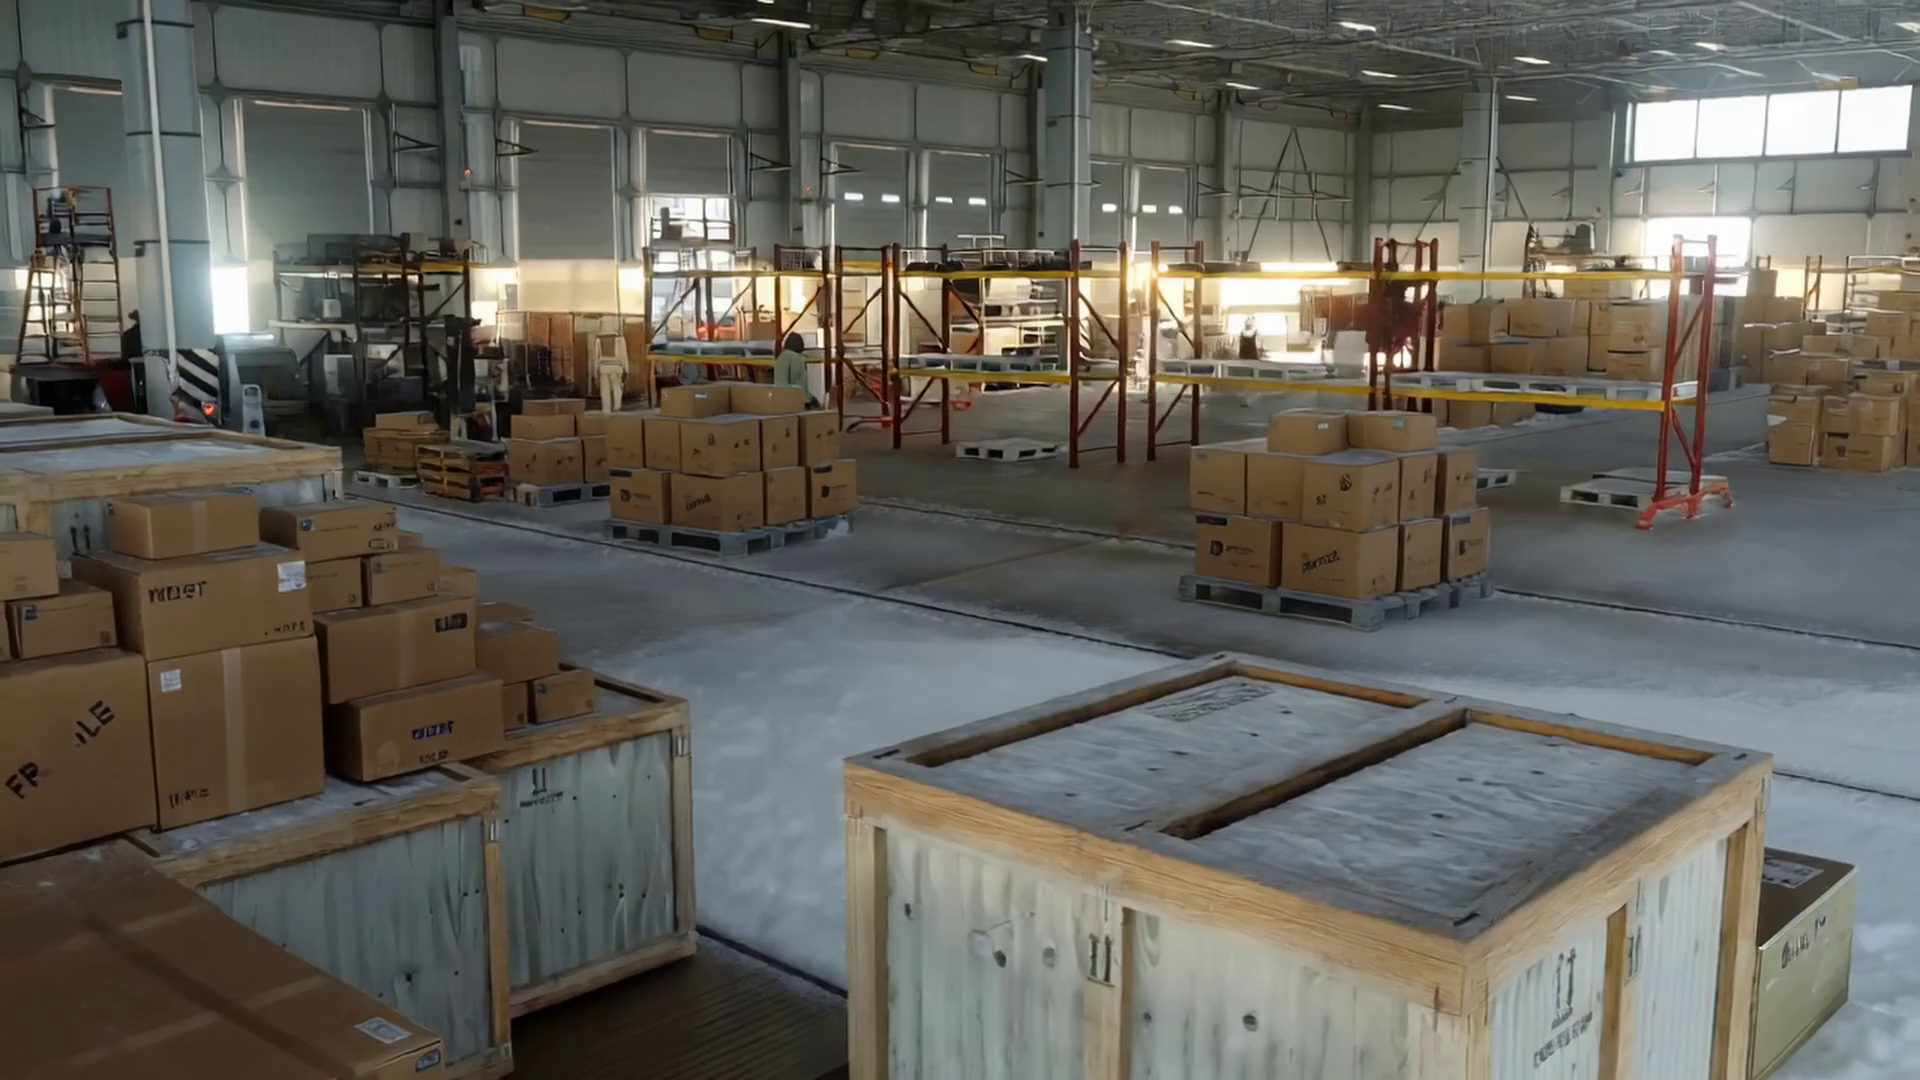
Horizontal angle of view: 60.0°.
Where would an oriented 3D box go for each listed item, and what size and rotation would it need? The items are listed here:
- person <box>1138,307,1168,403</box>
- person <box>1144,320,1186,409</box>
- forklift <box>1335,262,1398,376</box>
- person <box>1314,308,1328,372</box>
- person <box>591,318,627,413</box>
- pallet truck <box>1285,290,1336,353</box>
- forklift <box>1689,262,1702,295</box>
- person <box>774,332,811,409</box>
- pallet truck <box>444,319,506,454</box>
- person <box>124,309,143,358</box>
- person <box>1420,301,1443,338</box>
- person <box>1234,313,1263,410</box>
[{"bbox_3d":[3.860,-3.679,33.020,0.645,1.926,0.642,-4,10,-21],"label":"person"},{"bbox_3d":[3.939,-3.346,31.673,0.889,1.708,0.492,-3,10,-18],"label":"person"},{"bbox_3d":[10.196,-5.355,40.376,1.873,2.768,1.129,9,13,43],"label":"forklift"},{"bbox_3d":[9.376,-5.181,43.143,0.313,1.633,0.536,-3,10,-17],"label":"person"},{"bbox_3d":[-5.894,-2.803,27.948,0.595,1.818,1.040,-2,9,-10],"label":"person"},{"bbox_3d":[11.297,-6.951,52.861,1.885,1.965,0.823,-5,11,-29],"label":"pallet truck"},{"bbox_3d":[19.826,-6.107,44.990,1.873,2.768,1.129,4,10,24],"label":"forklift"},{"bbox_3d":[-2.134,-1.757,21.493,0.429,1.842,0.633,-8,12,-39],"label":"person"},{"bbox_3d":[-6.981,-1.942,22.150,1.885,1.965,0.823,1,9,9],"label":"pallet truck"},{"bbox_3d":[-14.139,-2.982,28.613,0.628,1.980,0.440,9,13,43],"label":"person"},{"bbox_3d":[11.169,-4.744,39.551,0.647,1.926,0.506,4,10,24],"label":"person"},{"bbox_3d":[5.396,-3.350,31.314,0.522,1.818,0.727,6,11,34],"label":"person"}]
